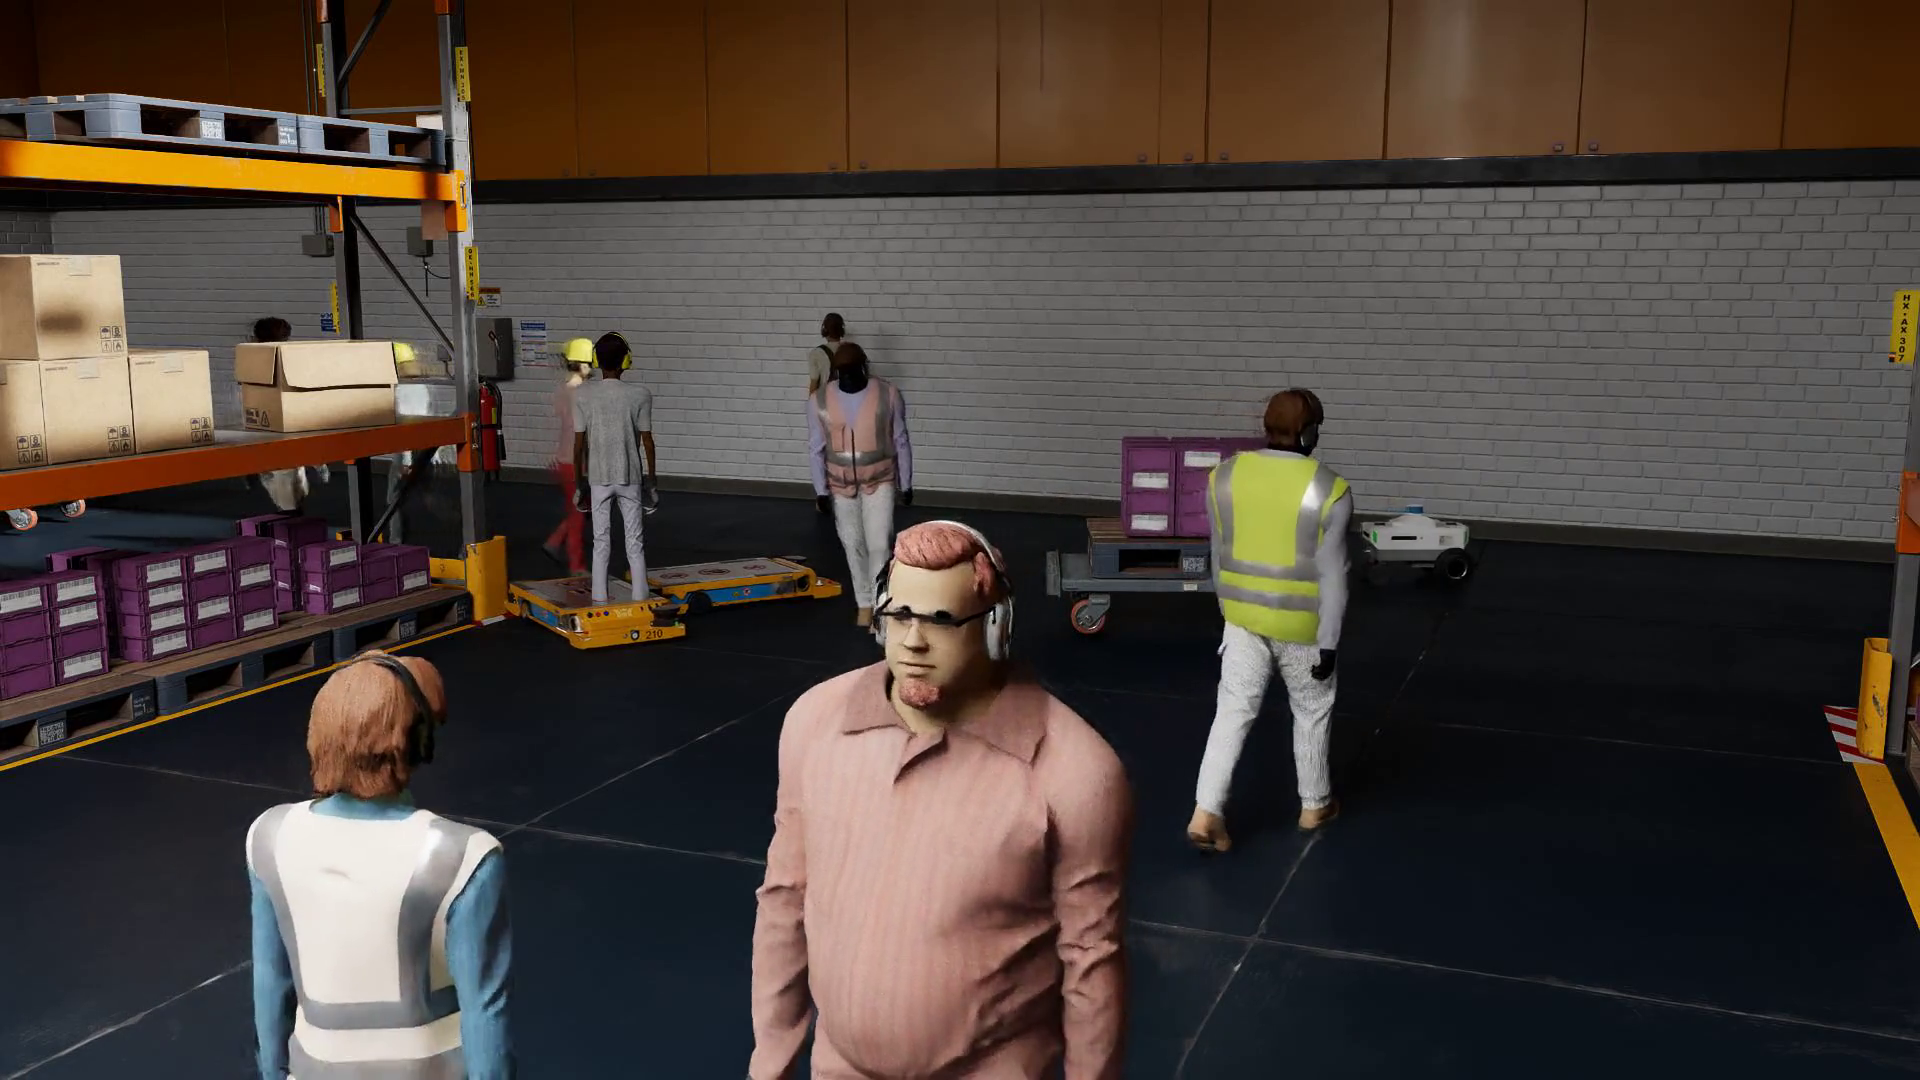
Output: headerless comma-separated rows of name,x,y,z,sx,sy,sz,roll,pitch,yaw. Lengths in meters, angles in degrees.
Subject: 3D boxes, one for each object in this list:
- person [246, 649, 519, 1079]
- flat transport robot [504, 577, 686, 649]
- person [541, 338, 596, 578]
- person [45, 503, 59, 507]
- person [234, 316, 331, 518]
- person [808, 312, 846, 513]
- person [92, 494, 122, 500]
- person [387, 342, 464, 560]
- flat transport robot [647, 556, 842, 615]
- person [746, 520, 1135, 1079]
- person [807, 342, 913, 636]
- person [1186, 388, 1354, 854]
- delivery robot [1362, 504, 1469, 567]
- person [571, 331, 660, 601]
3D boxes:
person,-1.024,1.002,2.876,0.523,1.619,0.699,2,10,14
flat transport robot,-2.314,0.424,10.422,0.652,0.197,1.431,-6,11,-33
person,-2.759,-0.565,11.940,0.435,1.755,0.542,-1,9,-5
person,-8.498,-1.088,15.548,0.380,1.610,0.511,1,9,9
person,-4.679,-0.557,11.346,0.615,1.937,0.844,5,11,30
person,-1.138,-1.160,15.263,0.520,1.845,0.338,-3,10,-16
person,-8.678,-1.328,16.223,1.030,1.886,0.640,3,10,16
person,-4.070,-0.644,12.578,0.788,1.704,0.488,1,9,9
flat transport robot,-1.579,0.297,11.190,1.431,0.197,0.652,-6,11,-31
person,-0.021,0.874,2.864,0.641,1.873,0.886,5,11,29
person,-0.634,-0.308,10.239,0.644,1.801,0.825,1,9,7
person,1.218,0.311,6.464,0.617,1.812,0.916,6,11,33
delivery robot,3.258,-0.012,11.923,0.707,0.478,0.477,0,9,-1
person,-2.107,-0.335,10.189,0.532,1.871,0.321,-1,9,-7
